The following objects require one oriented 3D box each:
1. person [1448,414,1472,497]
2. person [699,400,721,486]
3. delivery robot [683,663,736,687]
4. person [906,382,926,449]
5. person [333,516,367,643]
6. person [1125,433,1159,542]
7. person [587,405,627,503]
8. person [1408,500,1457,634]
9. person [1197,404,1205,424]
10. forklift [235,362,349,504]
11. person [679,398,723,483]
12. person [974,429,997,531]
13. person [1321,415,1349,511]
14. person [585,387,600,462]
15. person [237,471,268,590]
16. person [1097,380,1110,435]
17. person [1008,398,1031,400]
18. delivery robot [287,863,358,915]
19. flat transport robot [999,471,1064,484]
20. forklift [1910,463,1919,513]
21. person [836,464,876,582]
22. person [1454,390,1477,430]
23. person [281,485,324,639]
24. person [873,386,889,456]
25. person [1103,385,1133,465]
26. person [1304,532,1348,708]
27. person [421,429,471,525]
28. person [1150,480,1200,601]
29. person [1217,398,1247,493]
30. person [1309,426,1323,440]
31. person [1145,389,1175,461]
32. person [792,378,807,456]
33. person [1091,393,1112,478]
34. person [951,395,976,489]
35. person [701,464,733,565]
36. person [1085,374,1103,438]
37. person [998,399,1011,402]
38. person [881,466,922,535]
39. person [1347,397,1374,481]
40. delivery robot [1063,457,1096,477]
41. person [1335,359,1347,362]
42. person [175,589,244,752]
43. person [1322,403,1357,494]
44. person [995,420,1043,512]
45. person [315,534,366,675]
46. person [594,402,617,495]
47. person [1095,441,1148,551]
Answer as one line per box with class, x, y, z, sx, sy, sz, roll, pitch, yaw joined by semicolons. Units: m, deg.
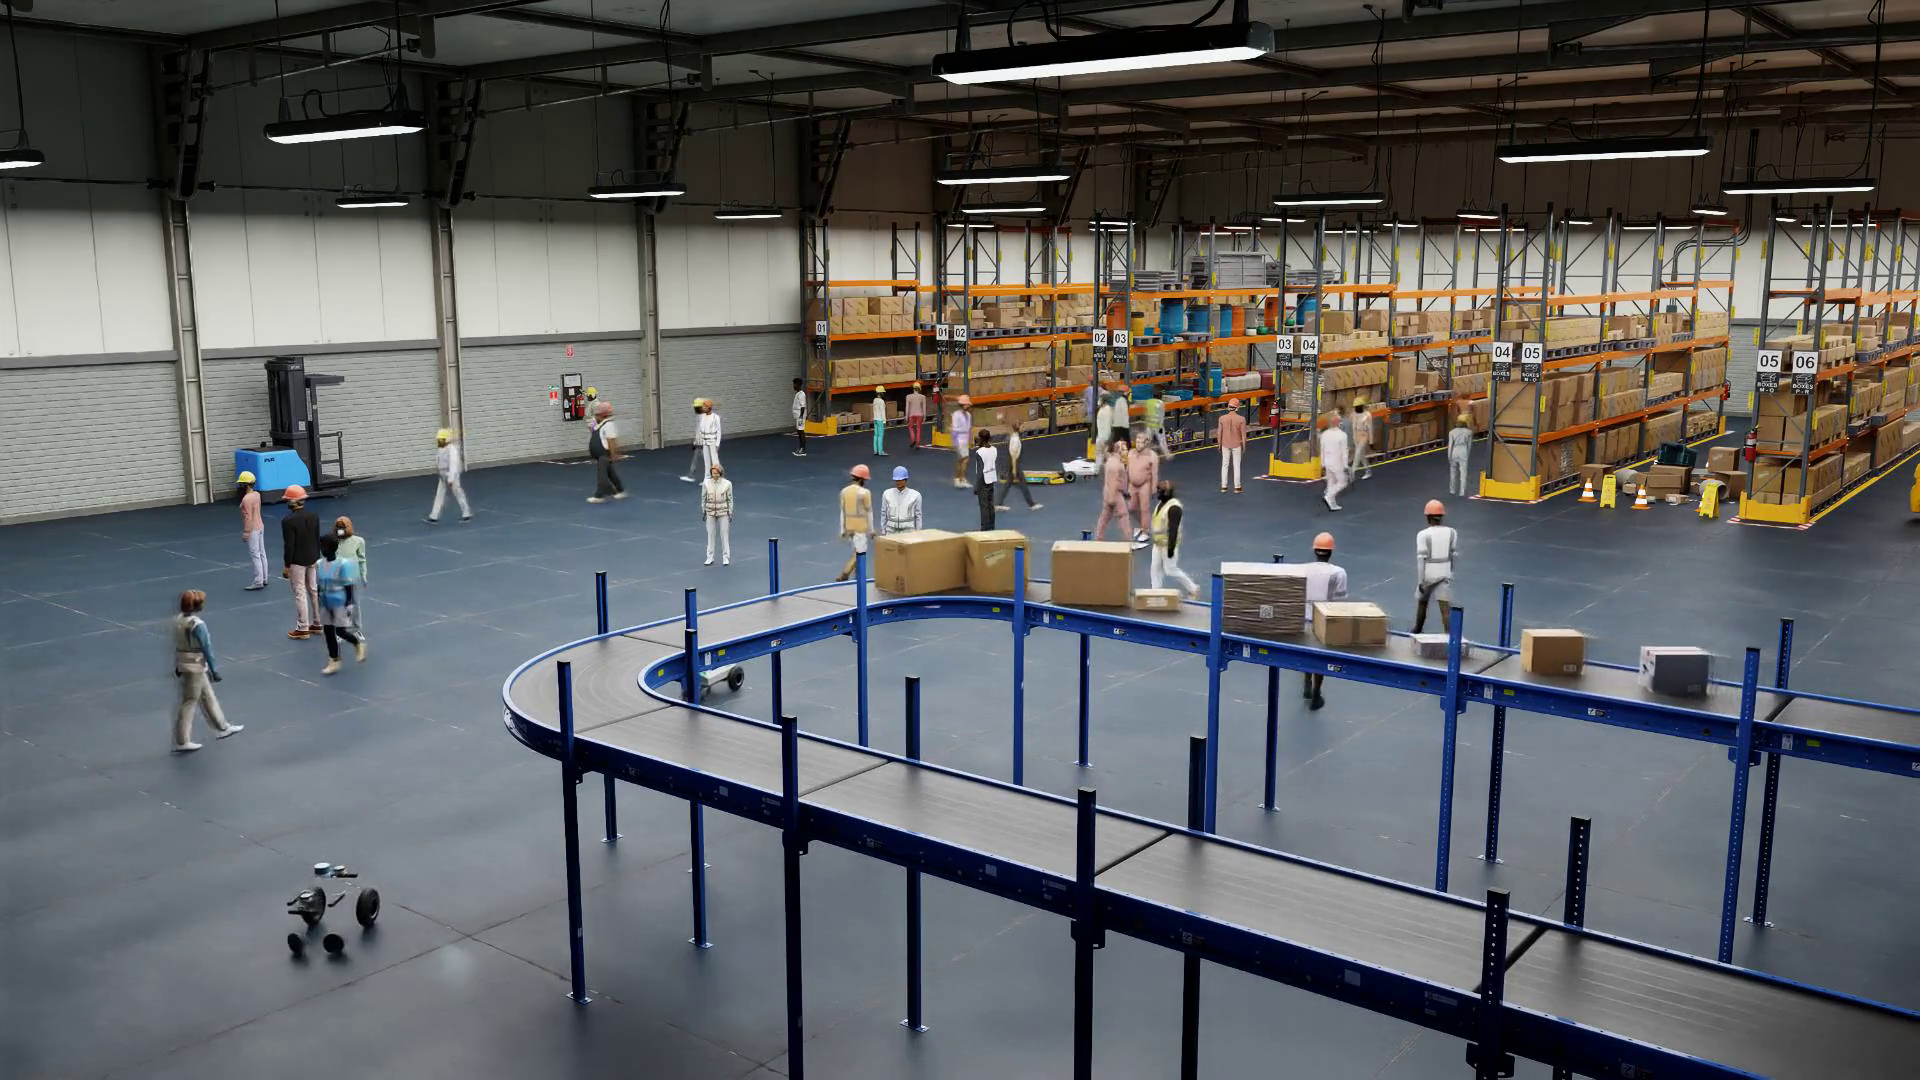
person;10.448;-1.775;32.690;0.476;1.693;0.905;2;10;11
person;-5.434;-2.097;33.969;0.577;1.881;0.349;8;13;37
delivery robot;-2.840;1.431;17.705;0.477;0.478;0.707;4;11;22
person;-1.158;-3.266;40.937;0.547;1.740;0.637;-1;10;-6
person;-7.862;0.500;20.056;0.501;1.631;0.287;-5;11;-25
person;3.150;-0.920;27.297;0.695;1.898;0.419;9;13;41
person;-7.225;-1.804;31.993;0.947;2.000;0.699;-6;12;-30
person;5.997;0.442;19.704;0.557;1.889;1.002;-2;10;-9
person;7.319;-4.308;46.953;0.438;1.678;0.544;-9;14;-42
forklift;-13.803;-2.244;32.110;1.129;2.768;1.873;8;13;37
person;-5.684;-2.180;34.458;0.986;1.877;0.608;-1;10;-7
person;0.450;-1.007;27.734;0.392;1.920;0.592;6;12;29
person;7.292;-1.487;30.497;0.535;1.892;0.666;-6;12;-31
person;-8.954;-2.824;38.230;0.403;1.824;0.596;-5;11;-24
person;-10.555;-0.145;23.307;0.315;1.770;0.524;-1;10;-5
person;3.909;-3.642;43.485;0.513;1.592;0.844;6;12;30
person;1.768;-4.266;45.880;0.637;1.981;1.062;8;13;38
delivery robot;-4.585;2.447;11.256;0.335;0.223;0.698;1;10;4
flat transport robot;1.584;-1.396;34.679;1.431;0.197;0.652;0;10;2
forklift;19.034;-1.348;28.998;2.313;2.155;1.214;8;13;37
person;-1.570;-0.175;23.148;0.541;1.900;0.861;8;13;39
person;12.939;-3.032;40.064;0.516;1.587;0.887;7;13;36
person;-8.559;0.272;20.316;0.390;1.992;0.624;4;11;19
person;-2.009;-3.005;39.410;0.310;1.769;0.525;-6;12;-30
person;3.927;-2.732;37.427;1.084;1.922;0.652;-1;10;-6
person;3.989;0.868;17.207;0.557;1.914;0.641;6;12;31
person;-9.534;-1.167;29.022;0.615;1.778;0.939;9;14;42
person;2.978;0.052;22.041;0.750;1.823;0.626;-3;11;-16
person;5.767;-2.004;33.129;0.621;1.992;0.397;5;11;25
person;8.931;-3.014;39.171;0.534;1.868;0.309;9;13;40
person;4.800;-2.779;38.079;0.997;1.785;0.650;-8;13;-38
person;-4.051;-3.115;39.461;0.361;1.963;0.614;-2;10;-13
person;3.260;-2.371;35.421;0.779;1.918;0.647;0;10;-1
person;0.151;-2.095;33.557;0.721;2.020;0.647;5;11;28
person;-3.907;-0.416;25.193;0.513;1.640;0.309;1;10;4
person;3.625;-3.466;41.559;0.570;1.919;0.649;7;12;35
person;1.351;-4.498;47.368;0.652;1.926;0.566;10;14;44
person;-0.848;-0.096;22.523;0.602;1.949;0.387;2;10;10
person;8.917;-2.250;34.893;1.040;1.863;0.578;-6;12;-30
delivery robot;2.659;-1.604;34.784;0.707;0.478;0.477;0;10;-2
person;13.160;-5.581;53.790;0.544;1.815;0.571;-8;13;-39
person;-7.561;1.284;15.683;0.792;1.602;0.544;-9;14;-42
person;8.053;-1.953;33.083;0.819;1.917;0.634;-7;12;-34
person;1.124;-1.442;30.539;0.955;1.794;0.527;-1;10;-7
person;-7.378;0.742;18.547;0.542;1.679;0.475;4;11;21
person;-7.449;-1.936;32.932;0.542;1.931;0.366;9;13;41
person;2.715;-0.735;26.371;0.963;1.863;0.665;-1;10;-4
